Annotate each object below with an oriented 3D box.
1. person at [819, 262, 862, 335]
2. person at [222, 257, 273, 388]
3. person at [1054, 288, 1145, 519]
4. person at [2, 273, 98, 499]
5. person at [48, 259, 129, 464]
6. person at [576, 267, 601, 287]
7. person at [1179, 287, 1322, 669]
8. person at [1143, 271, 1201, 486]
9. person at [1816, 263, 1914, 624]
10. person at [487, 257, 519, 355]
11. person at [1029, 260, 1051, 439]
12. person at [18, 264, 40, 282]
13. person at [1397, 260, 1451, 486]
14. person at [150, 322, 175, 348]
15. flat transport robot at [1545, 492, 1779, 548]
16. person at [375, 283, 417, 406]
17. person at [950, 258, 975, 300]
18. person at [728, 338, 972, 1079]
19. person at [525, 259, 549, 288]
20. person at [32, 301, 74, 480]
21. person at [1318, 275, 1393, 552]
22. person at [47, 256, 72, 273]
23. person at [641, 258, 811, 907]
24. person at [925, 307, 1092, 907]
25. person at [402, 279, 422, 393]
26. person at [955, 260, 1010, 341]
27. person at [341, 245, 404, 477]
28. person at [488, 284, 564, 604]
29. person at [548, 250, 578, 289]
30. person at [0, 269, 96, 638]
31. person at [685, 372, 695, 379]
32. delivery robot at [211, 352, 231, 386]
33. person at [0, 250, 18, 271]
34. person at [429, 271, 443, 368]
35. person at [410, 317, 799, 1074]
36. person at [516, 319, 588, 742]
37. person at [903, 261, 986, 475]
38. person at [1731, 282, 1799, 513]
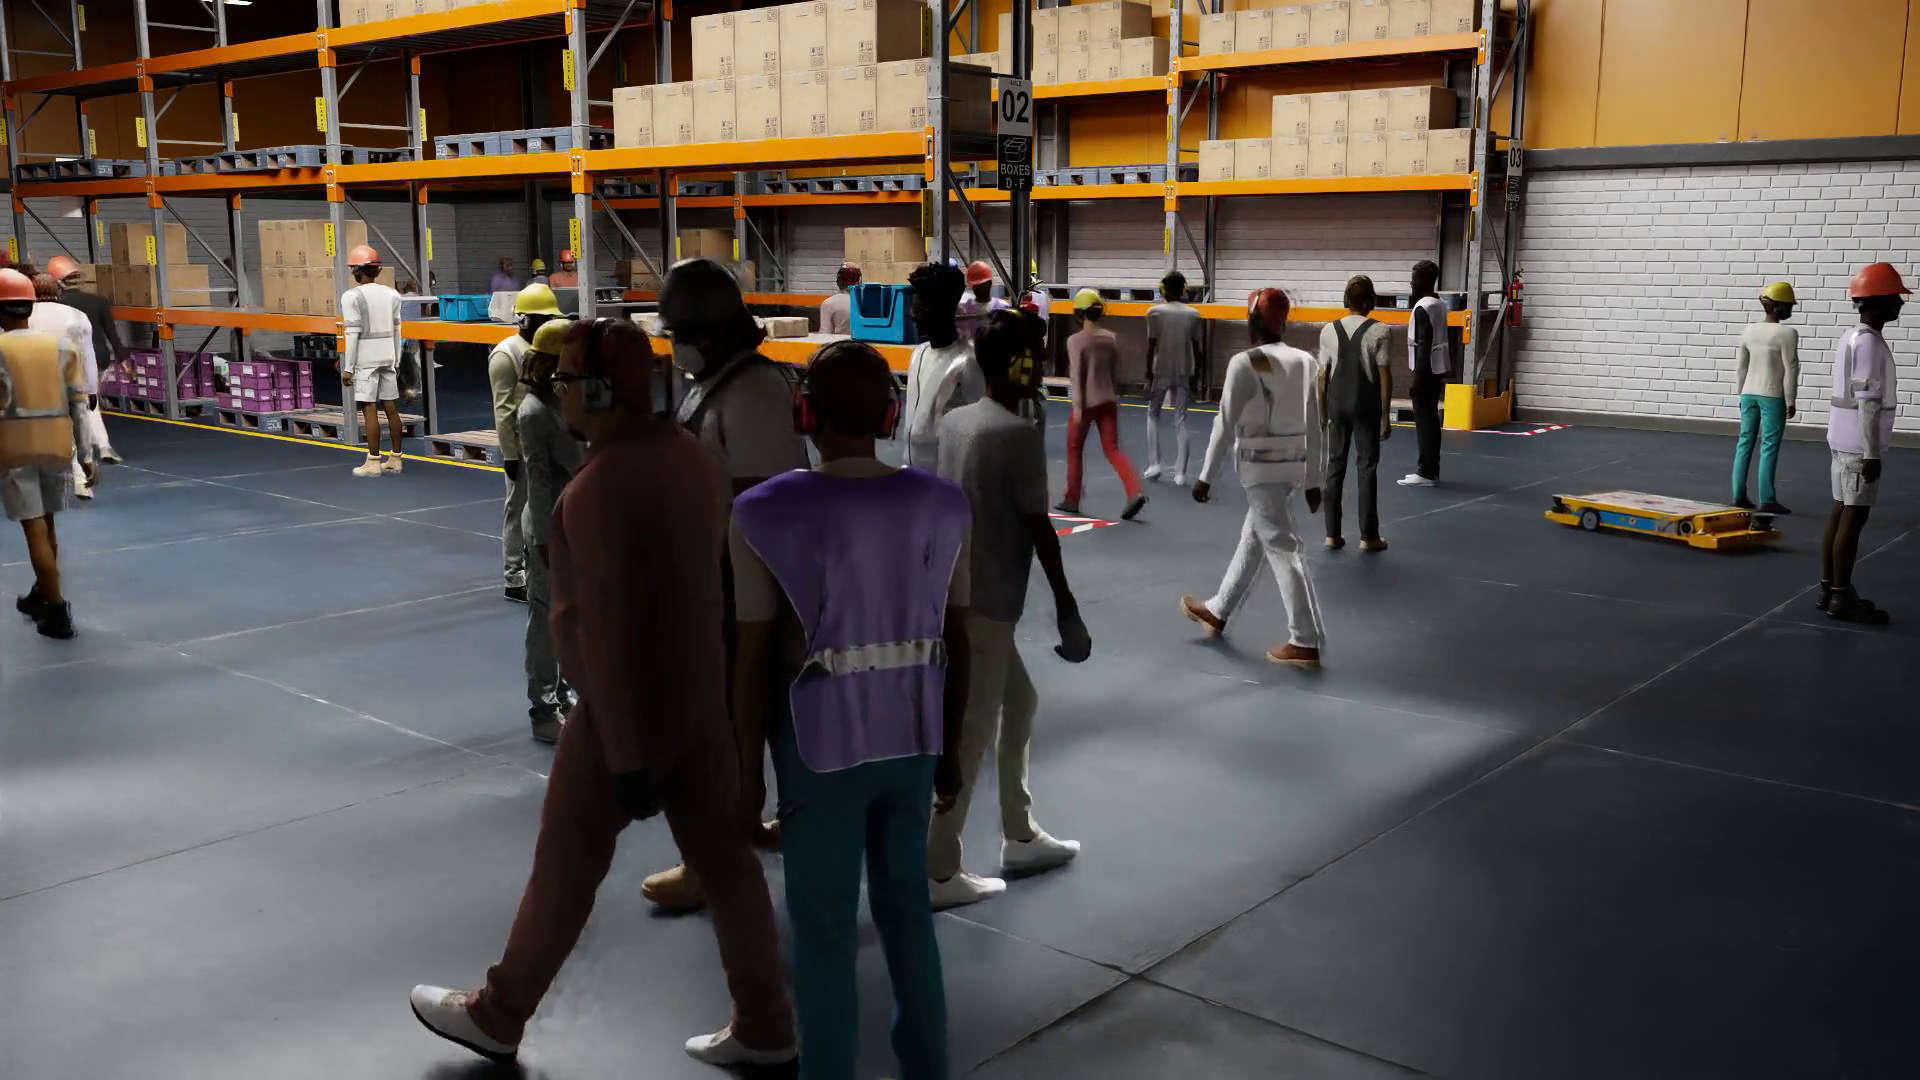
[{"bbox_3d":[-0.989,-1.517,14.838,0.645,1.900,0.403,-7,12,-34],"label":"person"},{"bbox_3d":[-10.342,-3.171,24.266,0.790,1.900,0.661,-3,11,-18],"label":"person"},{"bbox_3d":[1.062,-1.025,12.507,0.533,1.731,0.847,-8,13,-37],"label":"person"},{"bbox_3d":[-7.139,-1.176,13.099,0.646,1.823,0.540,-5,11,-27],"label":"person"},{"bbox_3d":[-8.261,-1.687,15.745,0.987,1.928,0.657,8,12,37],"label":"person"},{"bbox_3d":[-5.953,-3.560,26.483,1.040,1.883,0.652,3,10,16],"label":"person"},{"bbox_3d":[1.455,-0.325,8.245,0.581,1.822,1.010,-9,13,-42],"label":"person"},{"bbox_3d":[1.815,-1.398,14.359,0.535,1.826,0.705,-2,10,-9],"label":"person"},{"bbox_3d":[4.923,-0.527,9.060,0.347,1.943,0.545,3,10,17],"label":"person"},{"bbox_3d":[-7.893,-3.951,28.761,0.816,1.878,0.655,4,11,22],"label":"person"},{"bbox_3d":[0.671,-1.874,16.773,0.377,1.929,0.585,8,13,38],"label":"person"},{"bbox_3d":[-11.139,-2.388,19.978,0.428,1.836,0.626,2,10,10],"label":"person"},{"bbox_3d":[3.985,-1.416,14.192,0.371,1.916,0.597,5,11,28],"label":"person"},{"bbox_3d":[-13.478,-3.865,28.090,0.551,1.933,0.376,0,10,-1],"label":"person"},{"bbox_3d":[4.934,-0.165,11.757,0.652,0.197,1.431,-6,11,-29],"label":"flat transport robot"},{"bbox_3d":[-7.275,-2.547,21.356,0.817,1.668,0.537,5,11,28],"label":"person"},{"bbox_3d":[-0.078,-1.586,15.106,0.603,1.938,0.401,-8,13,-37],"label":"person"},{"bbox_3d":[-0.214,0.482,3.652,0.565,1.828,0.427,-6,11,-29],"label":"person"},{"bbox_3d":[-7.187,-3.885,28.479,0.404,1.836,0.600,9,14,43],"label":"person"},{"bbox_3d":[-8.016,-1.361,14.475,0.934,1.715,0.538,1,10,8],"label":"person"},{"bbox_3d":[2.638,-0.839,11.116,0.507,1.847,0.351,7,12,34],"label":"person"},{"bbox_3d":[-9.460,-2.027,17.612,0.374,1.939,0.545,-2,10,-13],"label":"person"},{"bbox_3d":[-0.722,0.101,5.206,0.825,2.000,0.756,-4,11,-20],"label":"person"},{"bbox_3d":[0.183,0.211,5.153,0.786,1.836,0.497,-5,11,-25],"label":"person"},{"bbox_3d":[-7.567,-2.820,23.090,0.538,1.616,0.330,8,13,39],"label":"person"},{"bbox_3d":[0.205,-1.527,14.821,0.559,1.917,0.569,0,10,1],"label":"person"},{"bbox_3d":[-5.231,-1.581,14.776,0.377,2.045,0.605,6,11,29],"label":"person"},{"bbox_3d":[-2.428,-0.551,9.550,0.405,1.823,0.591,4,11,24],"label":"person"},{"bbox_3d":[-5.999,-3.441,25.503,0.613,1.995,0.391,-7,12,-34],"label":"person"},{"bbox_3d":[-4.954,-0.456,8.747,0.859,1.904,0.575,7,12,36],"label":"person"},{"bbox_3d":[-4.098,-3.316,25.853,0.285,1.626,0.495,6,12,32],"label":"person"},{"bbox_3d":[-10.478,-2.396,23.383,0.707,0.478,0.477,4,11,23],"label":"delivery robot"},{"bbox_3d":[-12.735,-2.960,22.767,0.661,2.005,0.915,9,13,41],"label":"person"},{"bbox_3d":[-8.983,-3.733,28.193,0.277,1.633,0.507,0,10,-2],"label":"person"},{"bbox_3d":[-0.853,0.397,4.050,0.994,1.857,0.647,4,11,19],"label":"person"},{"bbox_3d":[-1.647,-0.041,6.884,0.305,1.737,0.484,0,10,2],"label":"person"},{"bbox_3d":[-0.073,-0.243,7.373,0.361,1.963,0.613,-6,12,-31],"label":"person"},{"bbox_3d":[6.202,-1.089,12.768,0.327,1.765,0.528,-4,11,-21],"label":"person"}]
